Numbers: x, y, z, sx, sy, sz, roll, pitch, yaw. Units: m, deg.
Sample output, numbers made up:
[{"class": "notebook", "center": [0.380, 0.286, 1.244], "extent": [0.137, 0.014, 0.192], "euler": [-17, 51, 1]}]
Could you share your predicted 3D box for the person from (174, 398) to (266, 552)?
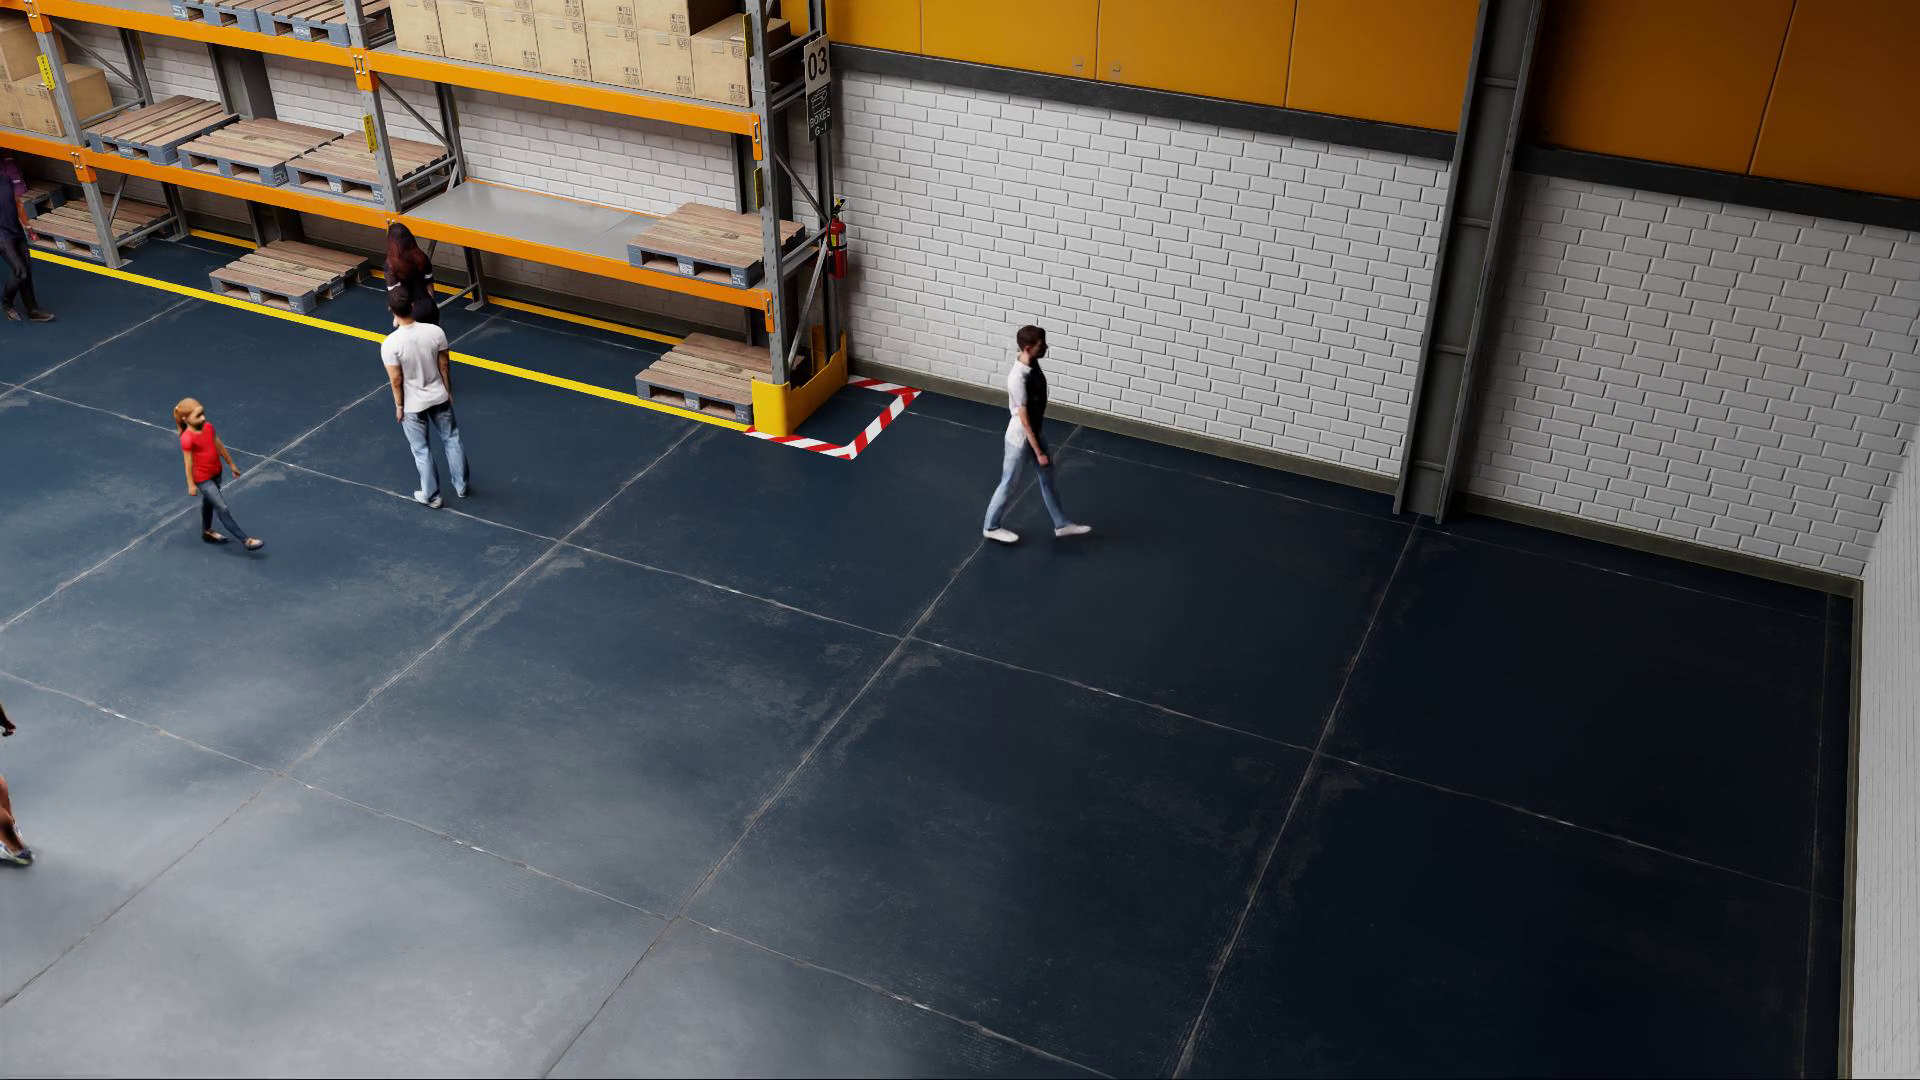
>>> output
[{"class": "person", "center": [-5.754, -0.496, 12.592], "extent": [0.907, 1.283, 0.588], "euler": [9, 35, 14]}]

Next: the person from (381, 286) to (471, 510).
[{"class": "person", "center": [-4.183, -1.109, 12.991], "extent": [0.755, 1.861, 0.727], "euler": [-25, 41, -32]}]

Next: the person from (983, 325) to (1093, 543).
[{"class": "person", "center": [0.411, -0.747, 12.488], "extent": [1.086, 1.816, 0.753], "euler": [9, 35, 13]}]

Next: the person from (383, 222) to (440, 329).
[{"class": "person", "center": [-4.755, -1.996, 14.526], "extent": [0.657, 1.639, 0.664], "euler": [24, 41, 32]}]

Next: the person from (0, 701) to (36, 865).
[{"class": "person", "center": [-5.680, 1.168, 9.581], "extent": [0.664, 1.843, 0.707], "euler": [14, 36, 20]}]

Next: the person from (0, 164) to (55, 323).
[{"class": "person", "center": [-9.079, -2.883, 15.733], "extent": [0.764, 1.779, 0.734], "euler": [6, 34, 9]}]
